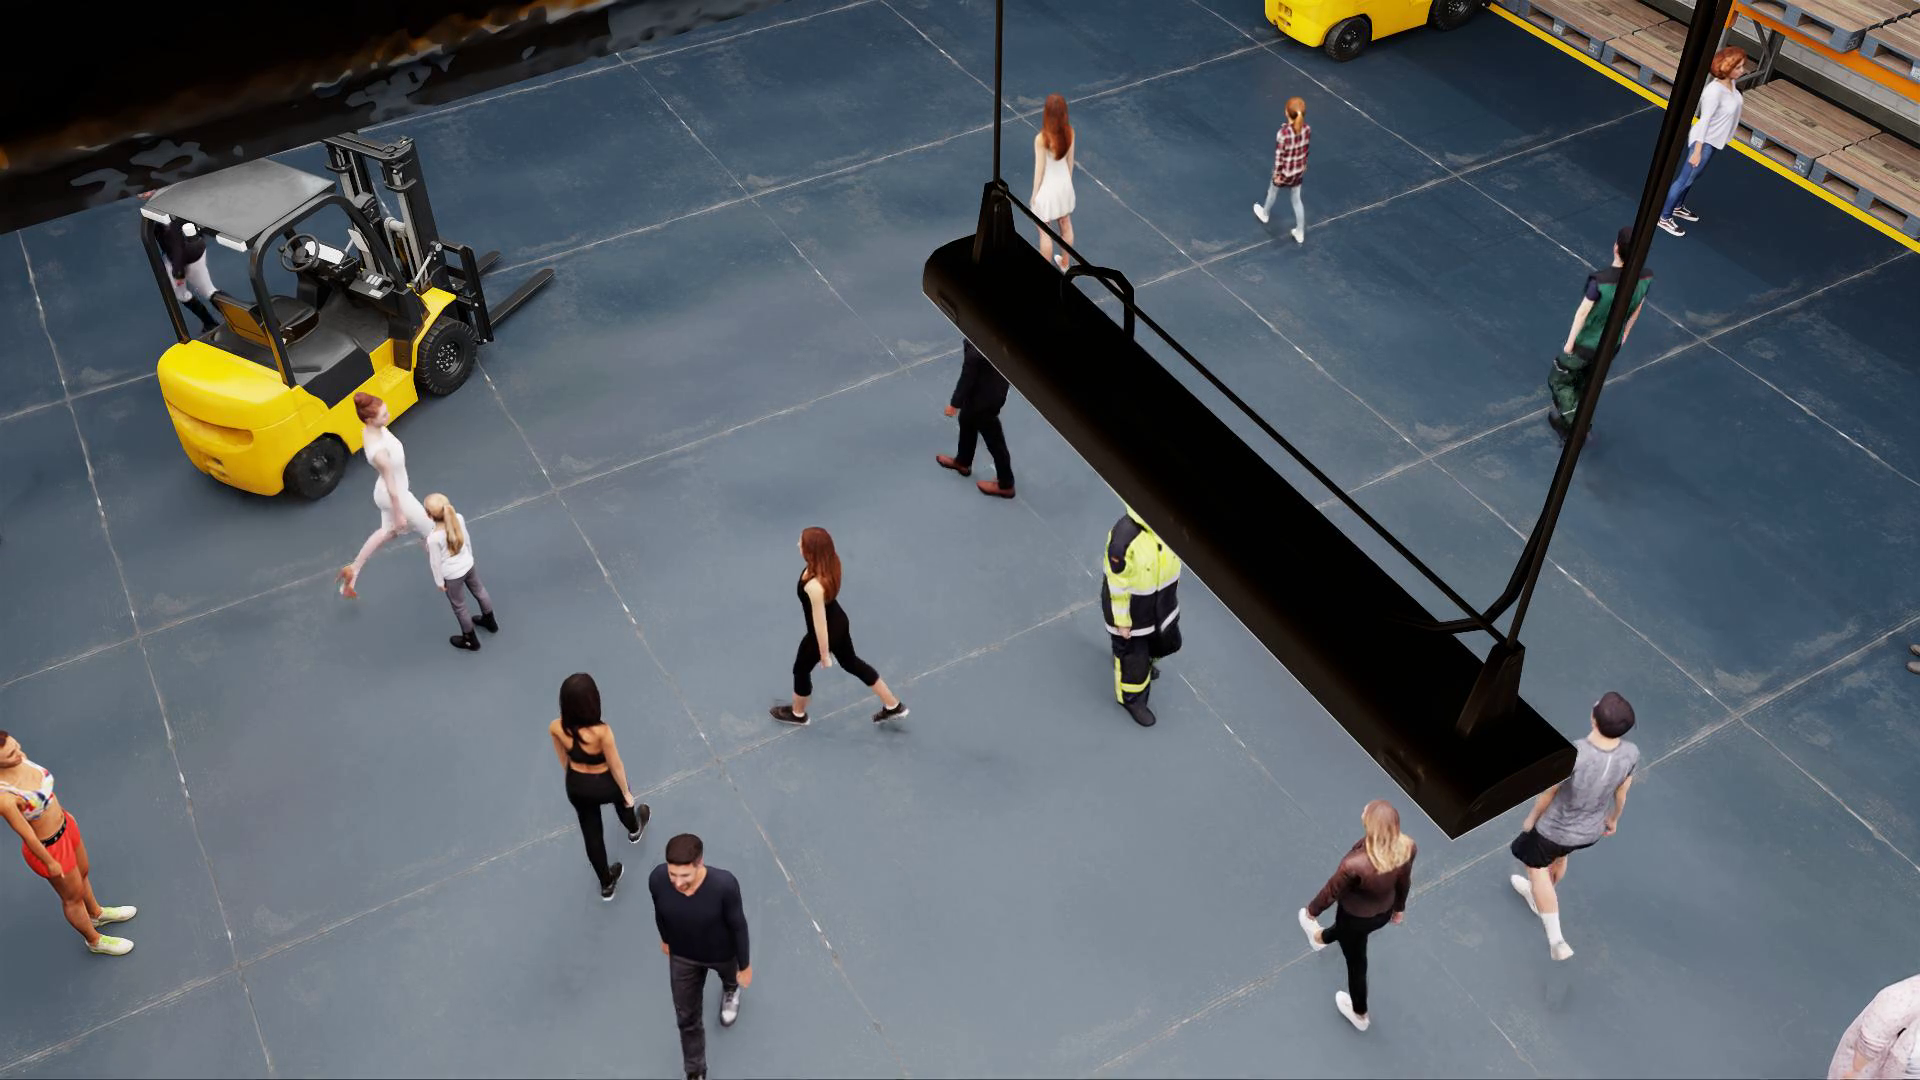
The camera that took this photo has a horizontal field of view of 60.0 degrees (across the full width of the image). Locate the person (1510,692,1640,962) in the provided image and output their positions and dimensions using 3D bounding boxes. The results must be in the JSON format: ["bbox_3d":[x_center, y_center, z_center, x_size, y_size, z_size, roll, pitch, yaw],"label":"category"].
[{"bbox_3d":[3.374,1.611,9.103,0.853,1.849,1.056,-5,44,-5],"label":"person"}]

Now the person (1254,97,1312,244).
[{"bbox_3d":[2.918,-3.212,14.587,0.590,1.268,0.904,-16,46,-16],"label":"person"}]

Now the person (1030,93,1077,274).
[{"bbox_3d":[0.789,-2.968,14.009,0.543,1.712,0.514,-22,48,-21],"label":"person"}]

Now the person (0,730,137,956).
[{"bbox_3d":[-4.981,1.645,9.110,0.705,1.791,0.579,-9,44,-10],"label":"person"}]

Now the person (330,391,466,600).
[{"bbox_3d":[-3.877,-0.243,11.110,0.750,1.765,1.065,-16,46,-16],"label":"person"}]

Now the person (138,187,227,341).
[{"bbox_3d":[-6.147,-2.269,13.287,0.719,1.697,0.670,-24,49,-23],"label":"person"}]

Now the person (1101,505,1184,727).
[{"bbox_3d":[1.101,0.295,10.394,0.833,1.974,0.836,-28,50,-26],"label":"person"}]

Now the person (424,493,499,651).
[{"bbox_3d":[-3.319,0.197,11.003,0.600,1.275,0.561,21,48,21],"label":"person"}]

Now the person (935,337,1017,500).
[{"bbox_3d":[0.281,-1.018,11.860,1.066,1.853,0.995,13,45,14],"label":"person"}]

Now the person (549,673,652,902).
[{"bbox_3d":[-2.093,1.464,9.424,0.869,1.619,0.989,7,44,7],"label":"person"}]

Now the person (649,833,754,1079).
[{"bbox_3d":[-1.304,2.058,8.657,1.087,1.818,1.270,2,44,2],"label":"person"}]

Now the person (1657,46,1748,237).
[{"bbox_3d":[6.538,-3.534,14.604,0.716,1.711,0.728,30,51,28],"label":"person"}]

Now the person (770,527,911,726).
[{"bbox_3d":[-0.730,0.589,10.292,1.150,1.689,1.100,10,44,10],"label":"person"}]

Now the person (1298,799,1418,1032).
[{"bbox_3d":[2.175,2.040,8.780,0.661,1.673,0.991,-19,47,-19],"label":"person"}]

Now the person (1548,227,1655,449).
[{"bbox_3d":[4.719,-1.415,12.256,0.773,1.881,0.890,-14,45,-14],"label":"person"}]
